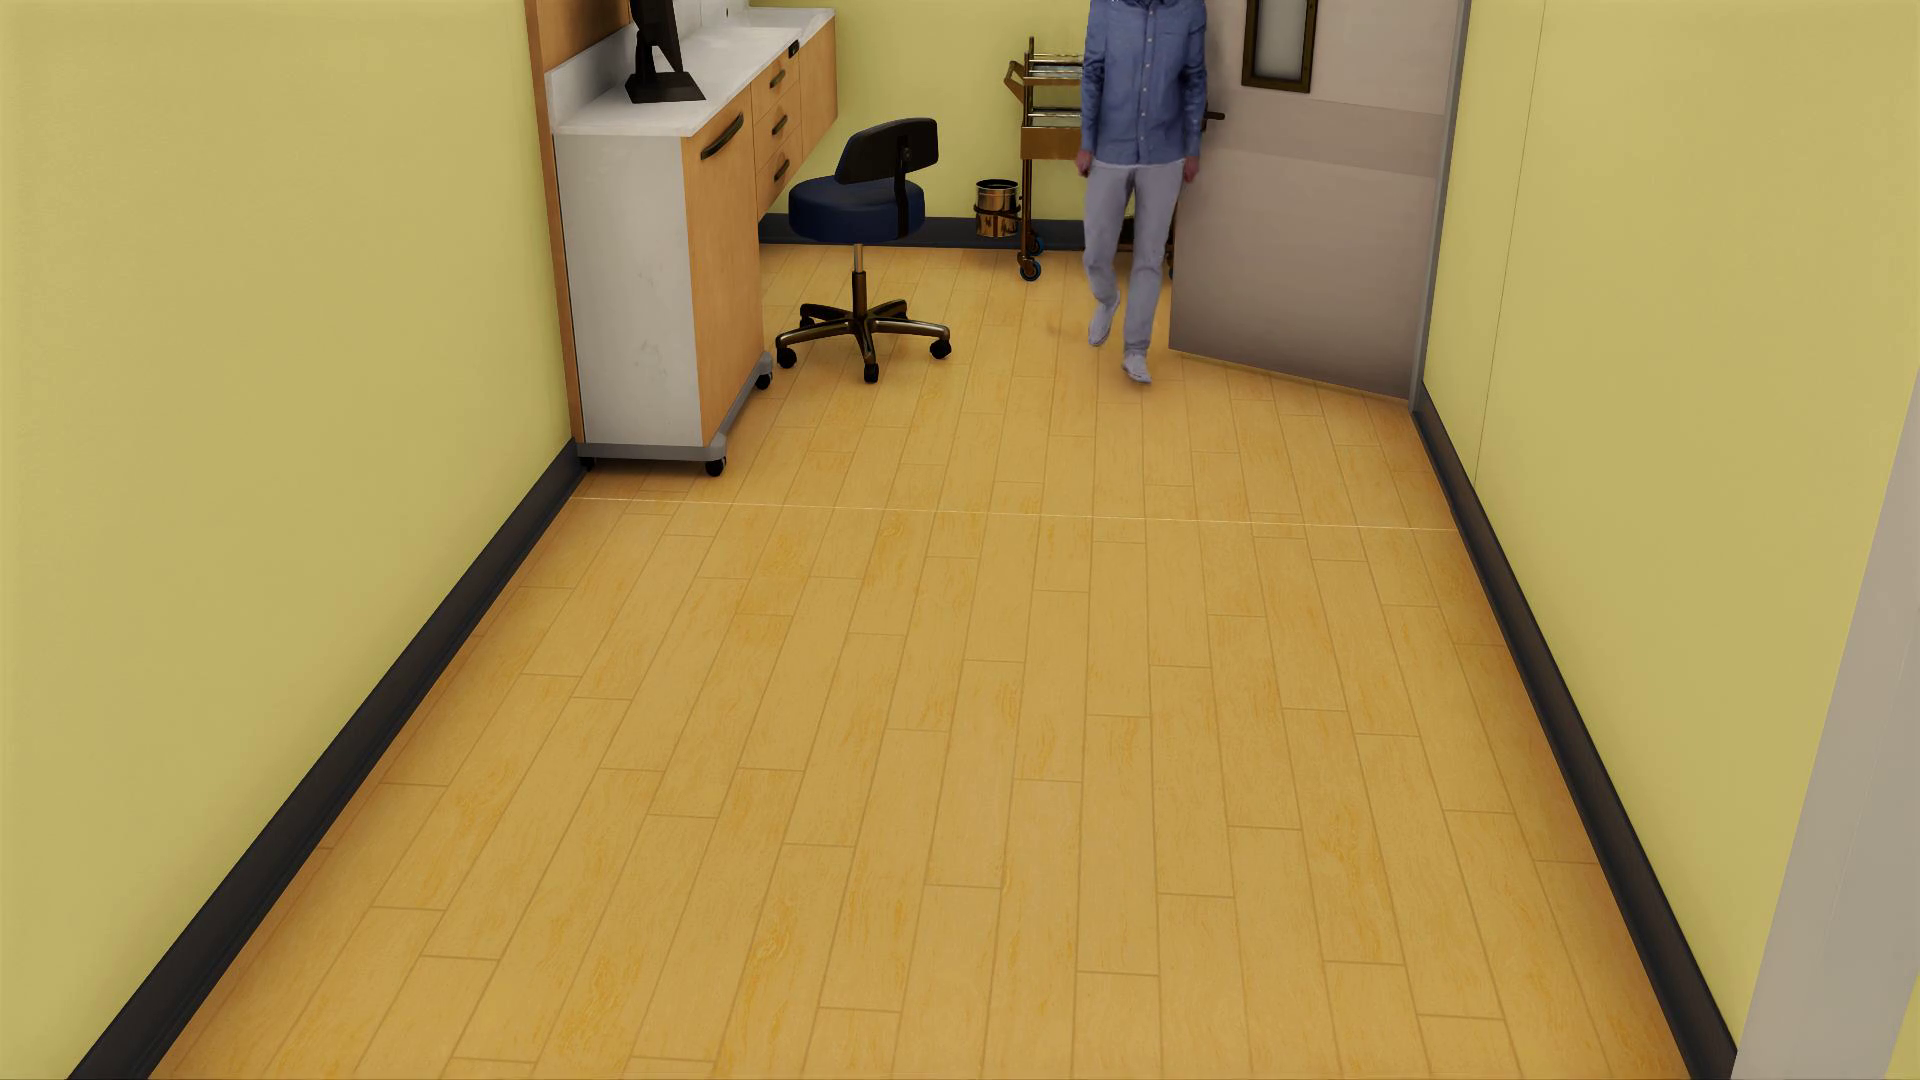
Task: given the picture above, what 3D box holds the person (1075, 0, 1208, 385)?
[{"bbox_3d":[0.717,-1.608,6.811,0.794,1.874,0.754,1,26,1],"label":"person"}]
